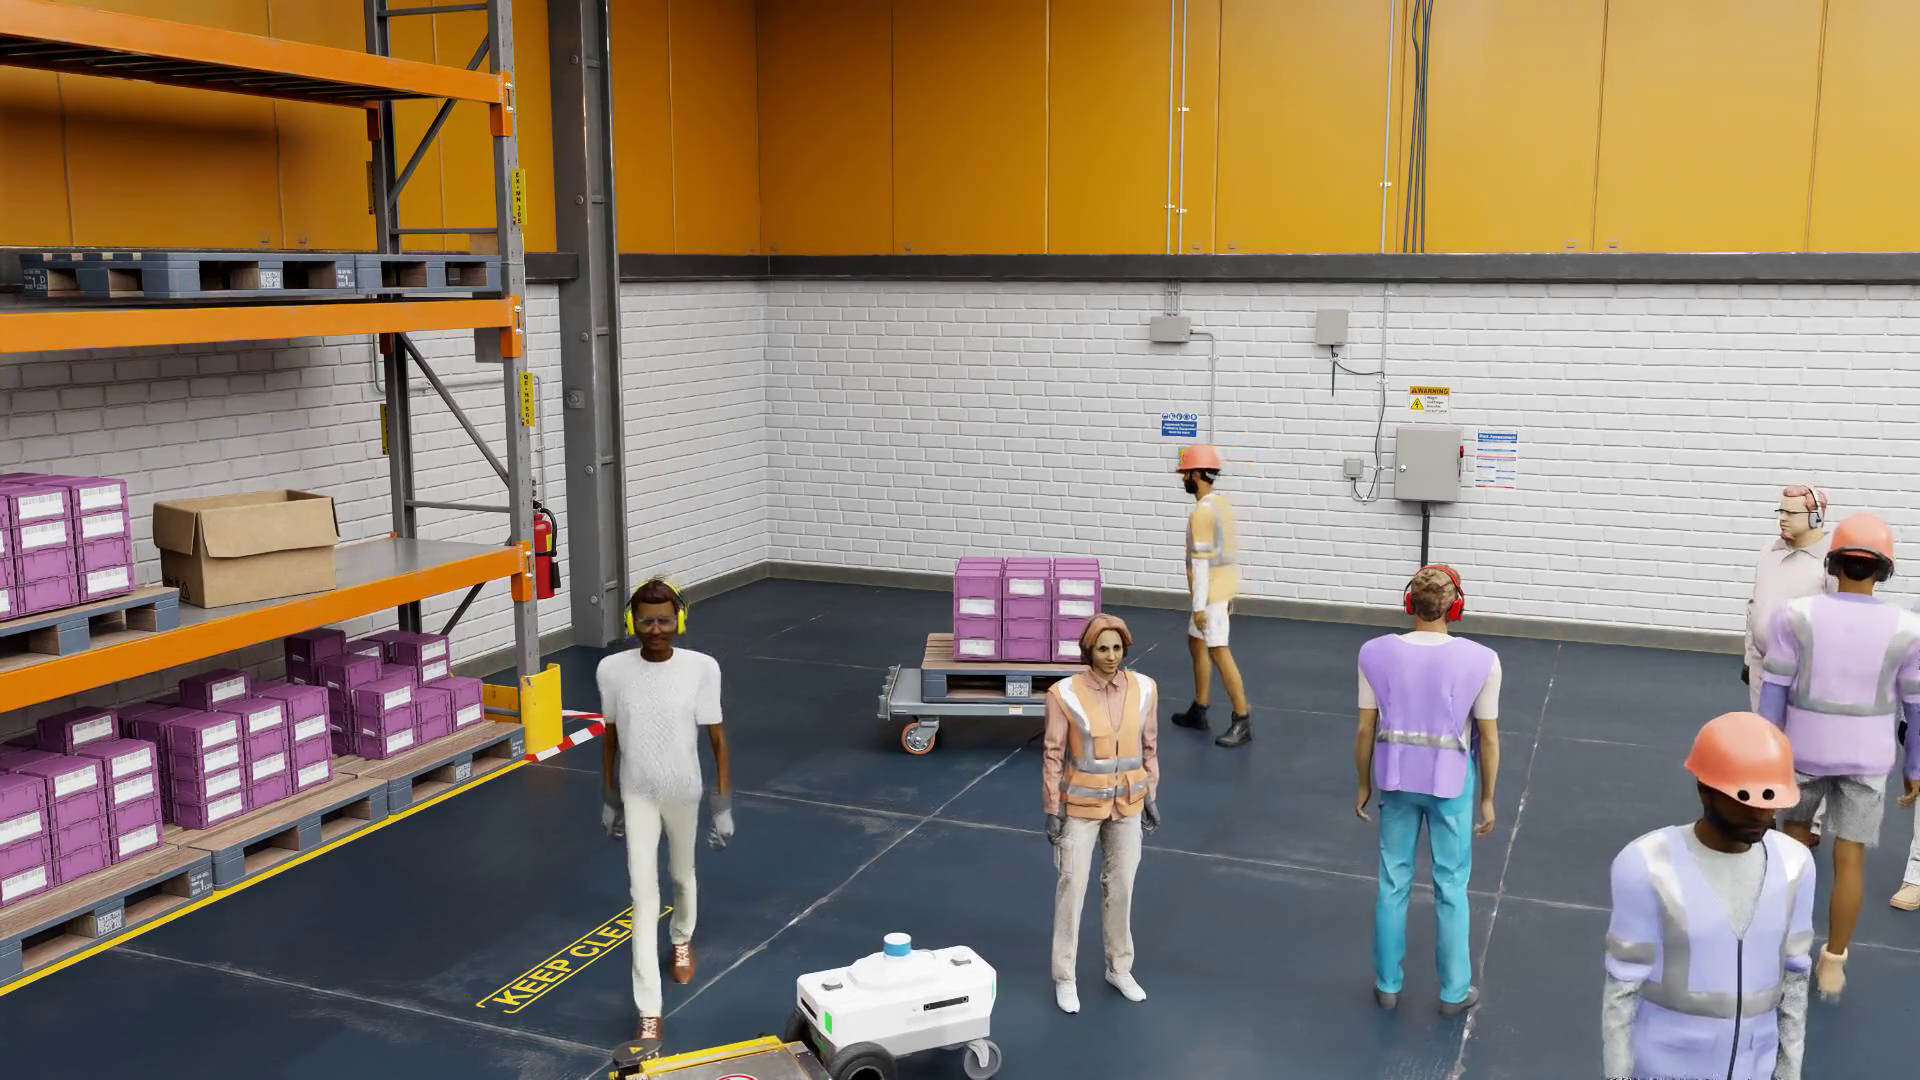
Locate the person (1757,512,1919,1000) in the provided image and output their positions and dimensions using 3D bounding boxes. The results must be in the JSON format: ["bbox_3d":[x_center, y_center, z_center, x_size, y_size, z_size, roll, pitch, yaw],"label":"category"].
[{"bbox_3d":[3.695,0.882,6.995,0.652,2.017,0.663,4,10,25],"label":"person"}]

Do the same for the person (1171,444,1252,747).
[{"bbox_3d":[1.640,0.348,10.667,0.608,1.899,0.609,4,10,21],"label":"person"}]

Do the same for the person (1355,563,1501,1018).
[{"bbox_3d":[1.874,1.016,6.722,0.564,1.844,0.396,4,10,25],"label":"person"}]

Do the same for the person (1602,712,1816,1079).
[{"bbox_3d":[1.949,1.374,4.315,0.558,1.926,0.407,-1,9,-6],"label":"person"}]

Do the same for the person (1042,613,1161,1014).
[{"bbox_3d":[0.578,1.104,6.806,0.525,1.639,0.307,-4,10,-20],"label":"person"}]

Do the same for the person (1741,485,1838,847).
[{"bbox_3d":[4.337,0.658,8.701,0.408,1.908,0.646,-3,10,-19],"label":"person"}]

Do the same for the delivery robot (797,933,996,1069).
[{"bbox_3d":[-0.229,1.703,6.171,0.707,0.478,0.477,-4,10,-24],"label":"delivery robot"}]

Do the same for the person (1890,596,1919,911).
[{"bbox_3d":[4.667,0.860,7.680,0.429,1.840,0.635,-9,13,-44],"label":"person"}]

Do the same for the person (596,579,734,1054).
[{"bbox_3d":[-1.187,1.031,6.734,0.537,1.820,0.988,-1,9,-8],"label":"person"}]

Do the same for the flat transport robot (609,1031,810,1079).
[{"bbox_3d":[-0.681,1.998,5.523,0.652,0.197,1.431,-4,10,-24],"label":"flat transport robot"}]
